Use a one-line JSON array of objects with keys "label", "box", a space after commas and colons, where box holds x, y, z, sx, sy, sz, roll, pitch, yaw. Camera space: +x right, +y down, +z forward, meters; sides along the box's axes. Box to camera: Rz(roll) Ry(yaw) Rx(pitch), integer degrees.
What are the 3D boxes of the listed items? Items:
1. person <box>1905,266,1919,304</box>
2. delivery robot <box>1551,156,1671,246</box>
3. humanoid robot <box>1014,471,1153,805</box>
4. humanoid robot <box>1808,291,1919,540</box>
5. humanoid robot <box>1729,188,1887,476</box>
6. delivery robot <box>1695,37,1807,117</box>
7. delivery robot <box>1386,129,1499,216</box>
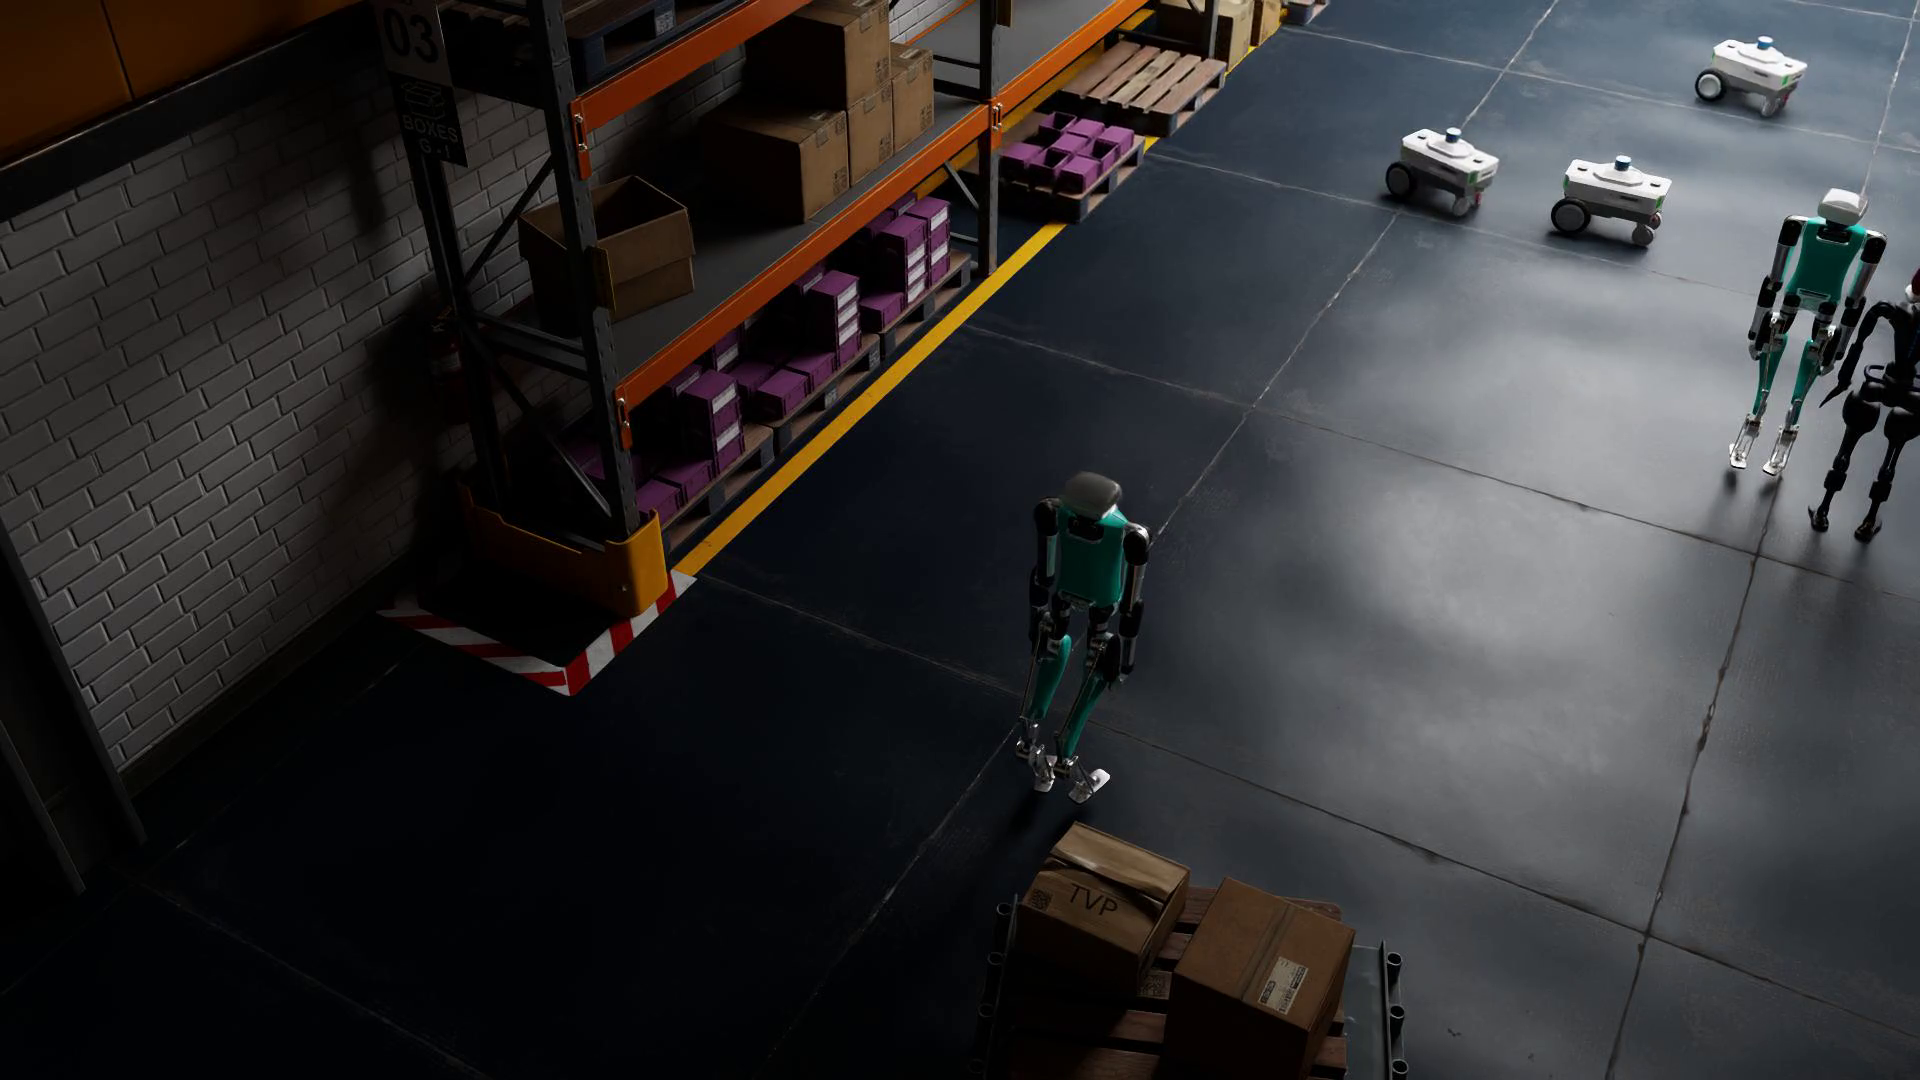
[{"label": "person", "box": [6.693, -2.282, 10.978, 0.500, 1.632, 0.279, 21, 43, 24]}, {"label": "delivery robot", "box": [4.761, -2.516, 12.113, 0.739, 0.566, 0.499, 19, 42, 22]}, {"label": "humanoid robot", "box": [0.449, 0.538, 7.265, 0.533, 1.677, 0.735, 19, 42, 22]}, {"label": "humanoid robot", "box": [5.040, -0.766, 9.039, 0.599, 1.657, 0.315, 19, 42, 22]}, {"label": "humanoid robot", "box": [4.651, -1.065, 9.270, 0.533, 1.677, 0.735, 19, 42, 22]}, {"label": "delivery robot", "box": [6.595, -3.887, 13.858, 0.505, 0.604, 0.776, -27, 46, -29]}, {"label": "delivery robot", "box": [3.633, -2.802, 12.501, 0.505, 0.604, 0.776, -27, 46, -29]}]
